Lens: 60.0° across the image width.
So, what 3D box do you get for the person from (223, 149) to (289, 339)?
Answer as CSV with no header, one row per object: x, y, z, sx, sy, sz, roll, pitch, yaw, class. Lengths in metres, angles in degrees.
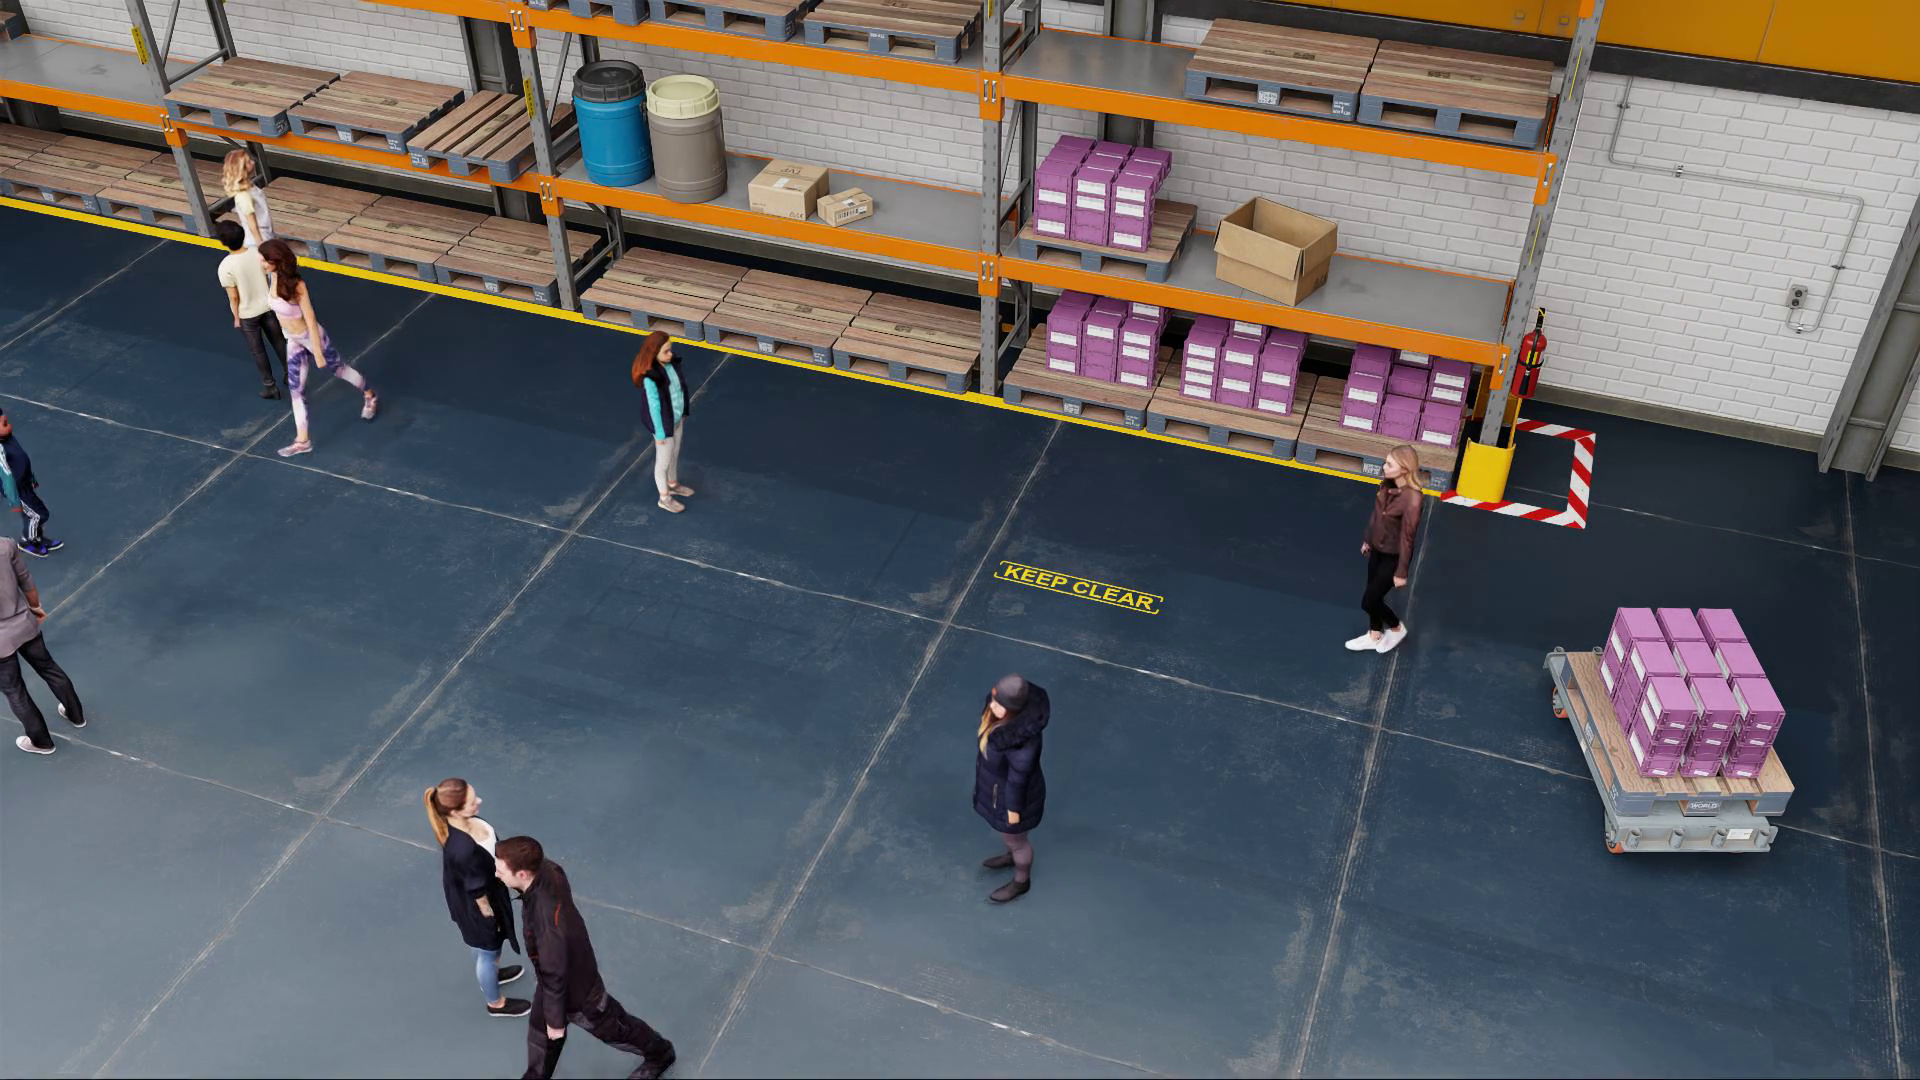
-5.982,-2.513,14.152,0.772,1.718,0.710,-17,42,-20,person

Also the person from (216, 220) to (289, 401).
-5.698,-1.862,13.440,0.549,1.590,0.633,22,44,25,person

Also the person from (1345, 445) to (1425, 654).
2.889,0.091,10.913,0.779,1.691,0.746,-6,39,-8,person

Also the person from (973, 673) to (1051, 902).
0.300,1.364,9.334,0.809,1.673,0.781,-6,39,-8,person

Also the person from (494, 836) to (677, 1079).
-1.859,2.143,8.210,1.360,1.859,1.269,-16,41,-19,person

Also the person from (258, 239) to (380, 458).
-5.005,-1.557,12.958,1.234,1.715,0.983,22,43,25,person

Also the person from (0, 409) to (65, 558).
-6.793,-0.393,11.876,0.655,1.246,0.610,-8,39,-10,person

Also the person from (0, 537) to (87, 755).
-5.864,0.544,10.216,0.577,1.853,0.696,18,42,21,person

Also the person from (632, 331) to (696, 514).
-2.181,-0.900,12.308,0.589,1.500,0.590,9,40,12,person

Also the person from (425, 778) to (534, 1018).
-2.529,1.859,8.706,0.764,1.683,0.720,-13,40,-16,person
